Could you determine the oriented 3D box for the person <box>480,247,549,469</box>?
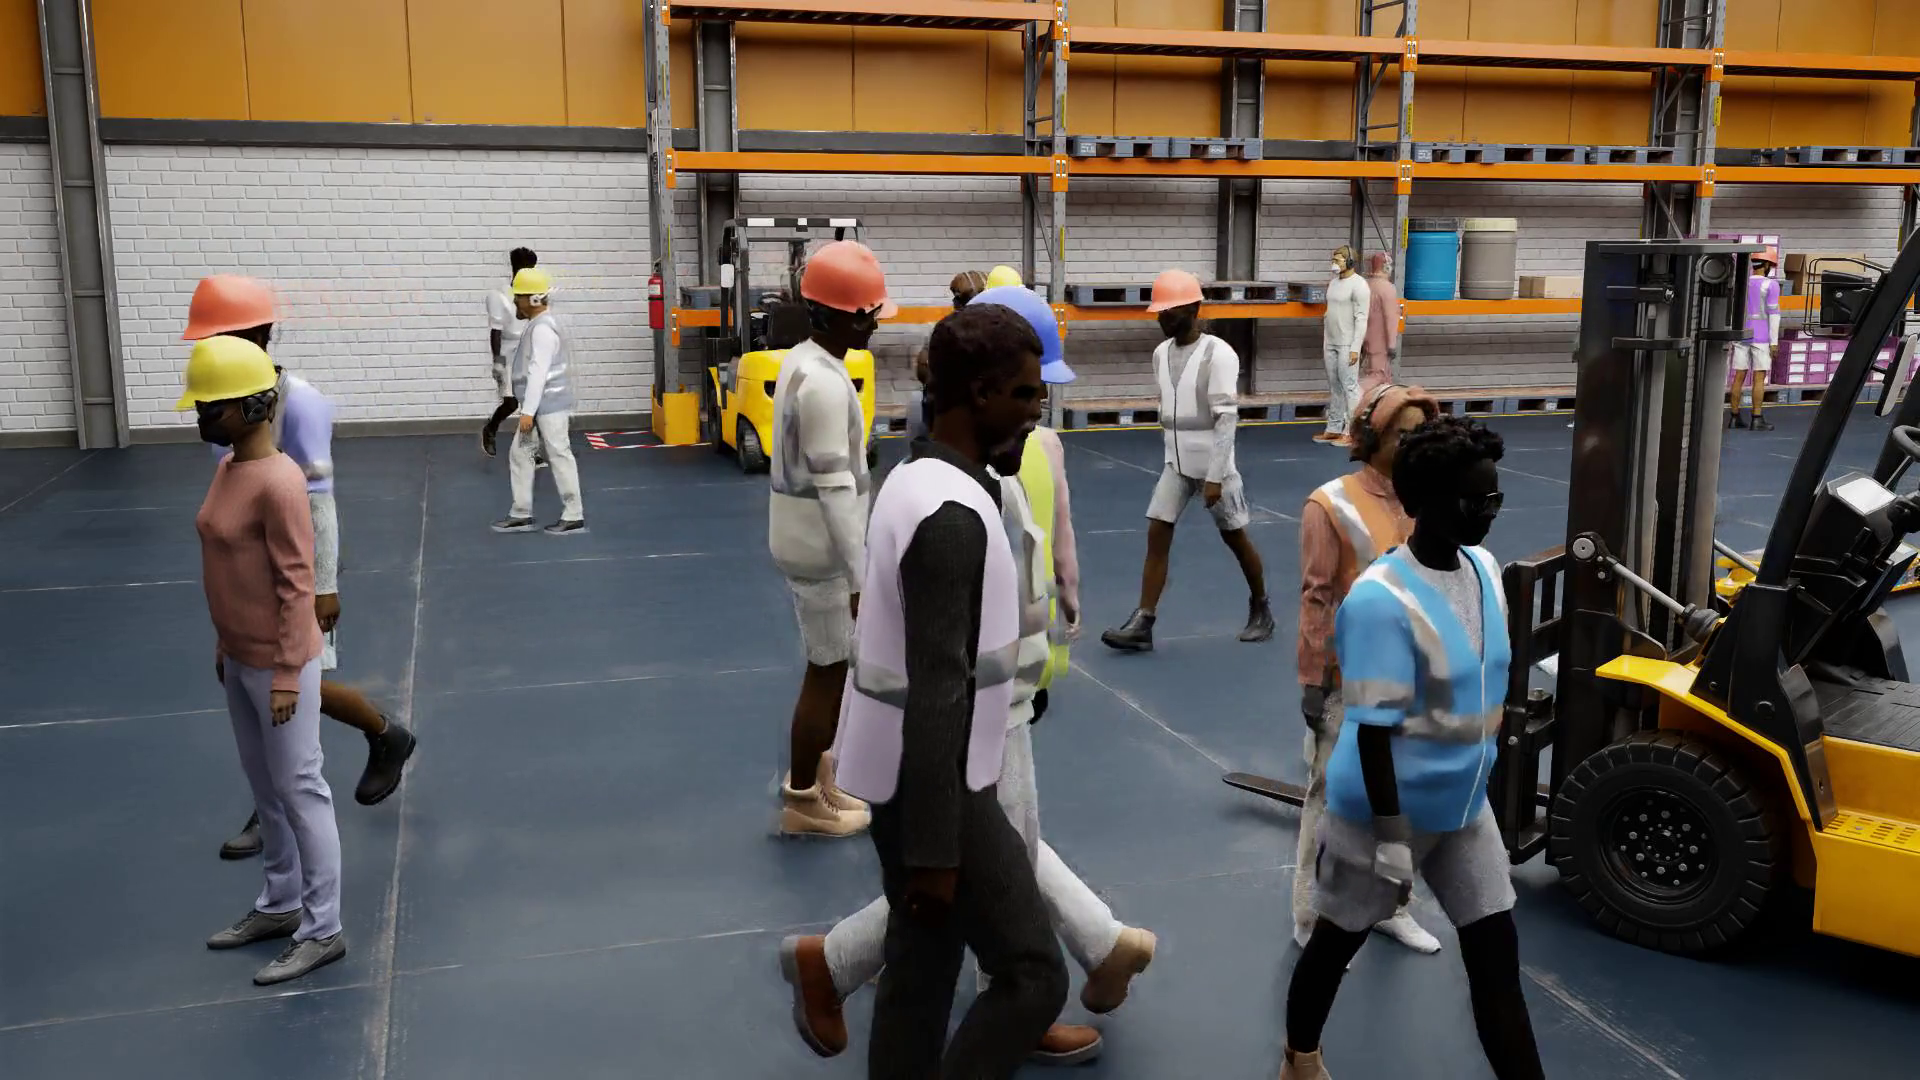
[{"bbox_3d":[-3.921,-1.598,14.605,0.644,1.940,0.617,8,13,39],"label":"person"}]

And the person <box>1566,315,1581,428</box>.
[{"bbox_3d":[6.853,-2.006,17.808,0.863,1.600,0.532,-5,11,-24],"label":"person"}]

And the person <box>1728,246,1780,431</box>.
[{"bbox_3d":[8.340,-2.107,17.435,0.368,1.929,0.542,-6,12,-30],"label":"person"}]

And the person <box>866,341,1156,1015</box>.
[{"bbox_3d":[0.111,0.366,4.269,0.816,1.803,0.637,5,11,24],"label":"person"}]

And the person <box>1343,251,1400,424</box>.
[{"bbox_3d":[4.390,-2.117,17.632,0.852,1.876,0.648,-3,11,-14],"label":"person"}]

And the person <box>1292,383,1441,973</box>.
[{"bbox_3d":[1.148,0.382,4.605,0.520,1.633,0.312,-4,11,-23],"label":"person"}]

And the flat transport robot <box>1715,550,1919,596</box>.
[{"bbox_3d":[4.921,0.181,9.437,1.431,0.197,0.652,-7,12,-34],"label":"flat transport robot"}]

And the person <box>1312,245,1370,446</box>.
[{"bbox_3d":[3.721,-1.883,16.177,0.372,1.940,0.631,-4,11,-20],"label":"person"}]

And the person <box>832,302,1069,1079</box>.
[{"bbox_3d":[-0.009,0.489,3.278,0.486,1.895,0.624,-1,10,-7],"label":"person"}]

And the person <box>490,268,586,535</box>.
[{"bbox_3d":[-2.905,-0.912,11.196,0.743,1.801,0.601,-4,11,-21],"label":"person"}]

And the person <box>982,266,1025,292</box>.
[{"bbox_3d":[0.301,-0.909,11.137,0.404,1.830,0.590,6,12,30],"label":"person"}]

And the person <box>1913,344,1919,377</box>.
[{"bbox_3d":[8.012,-1.346,13.513,0.666,1.837,0.401,-8,13,-39],"label":"person"}]

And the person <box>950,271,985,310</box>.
[{"bbox_3d":[0.123,-0.990,11.710,0.923,1.789,0.617,0,10,1],"label":"person"}]

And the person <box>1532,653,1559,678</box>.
[{"bbox_3d":[2.997,-0.245,7.521,0.978,1.815,0.541,-4,11,-19],"label":"person"}]

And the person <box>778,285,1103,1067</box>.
[{"bbox_3d":[-0.033,0.369,3.893,0.691,1.917,0.626,1,10,5],"label":"person"}]

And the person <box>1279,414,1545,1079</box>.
[{"bbox_3d":[1.026,0.569,3.493,0.554,1.648,0.867,-9,13,-39],"label":"person"}]

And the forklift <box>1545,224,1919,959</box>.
[{"bbox_3d":[2.909,0.117,4.508,2.313,2.155,1.214,9,14,40],"label":"forklift"}]

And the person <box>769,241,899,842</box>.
[{"bbox_3d":[-0.408,0.044,5.422,0.467,2.007,0.645,-2,10,-9],"label":"person"}]

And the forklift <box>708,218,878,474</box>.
[{"bbox_3d":[-1.522,-1.778,14.899,1.214,2.155,2.313,-3,11,-17],"label":"forklift"}]

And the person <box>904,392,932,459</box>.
[{"bbox_3d":[0.003,-0.134,7.465,0.494,1.616,0.401,-2,10,-9],"label":"person"}]

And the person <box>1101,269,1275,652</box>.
[{"bbox_3d":[1.180,-0.380,8.184,1.022,1.887,0.576,-8,13,-37],"label":"person"}]

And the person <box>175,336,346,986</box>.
[{"bbox_3d":[-1.922,0.325,4.556,0.317,1.765,0.522,-9,14,-42],"label":"person"}]

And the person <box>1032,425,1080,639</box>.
[{"bbox_3d":[0.062,0.181,5.439,0.541,1.722,0.845,-7,12,-34],"label":"person"}]

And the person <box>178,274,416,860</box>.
[{"bbox_3d":[-2.189,0.078,5.518,0.573,1.913,0.675,6,12,29],"label":"person"}]
